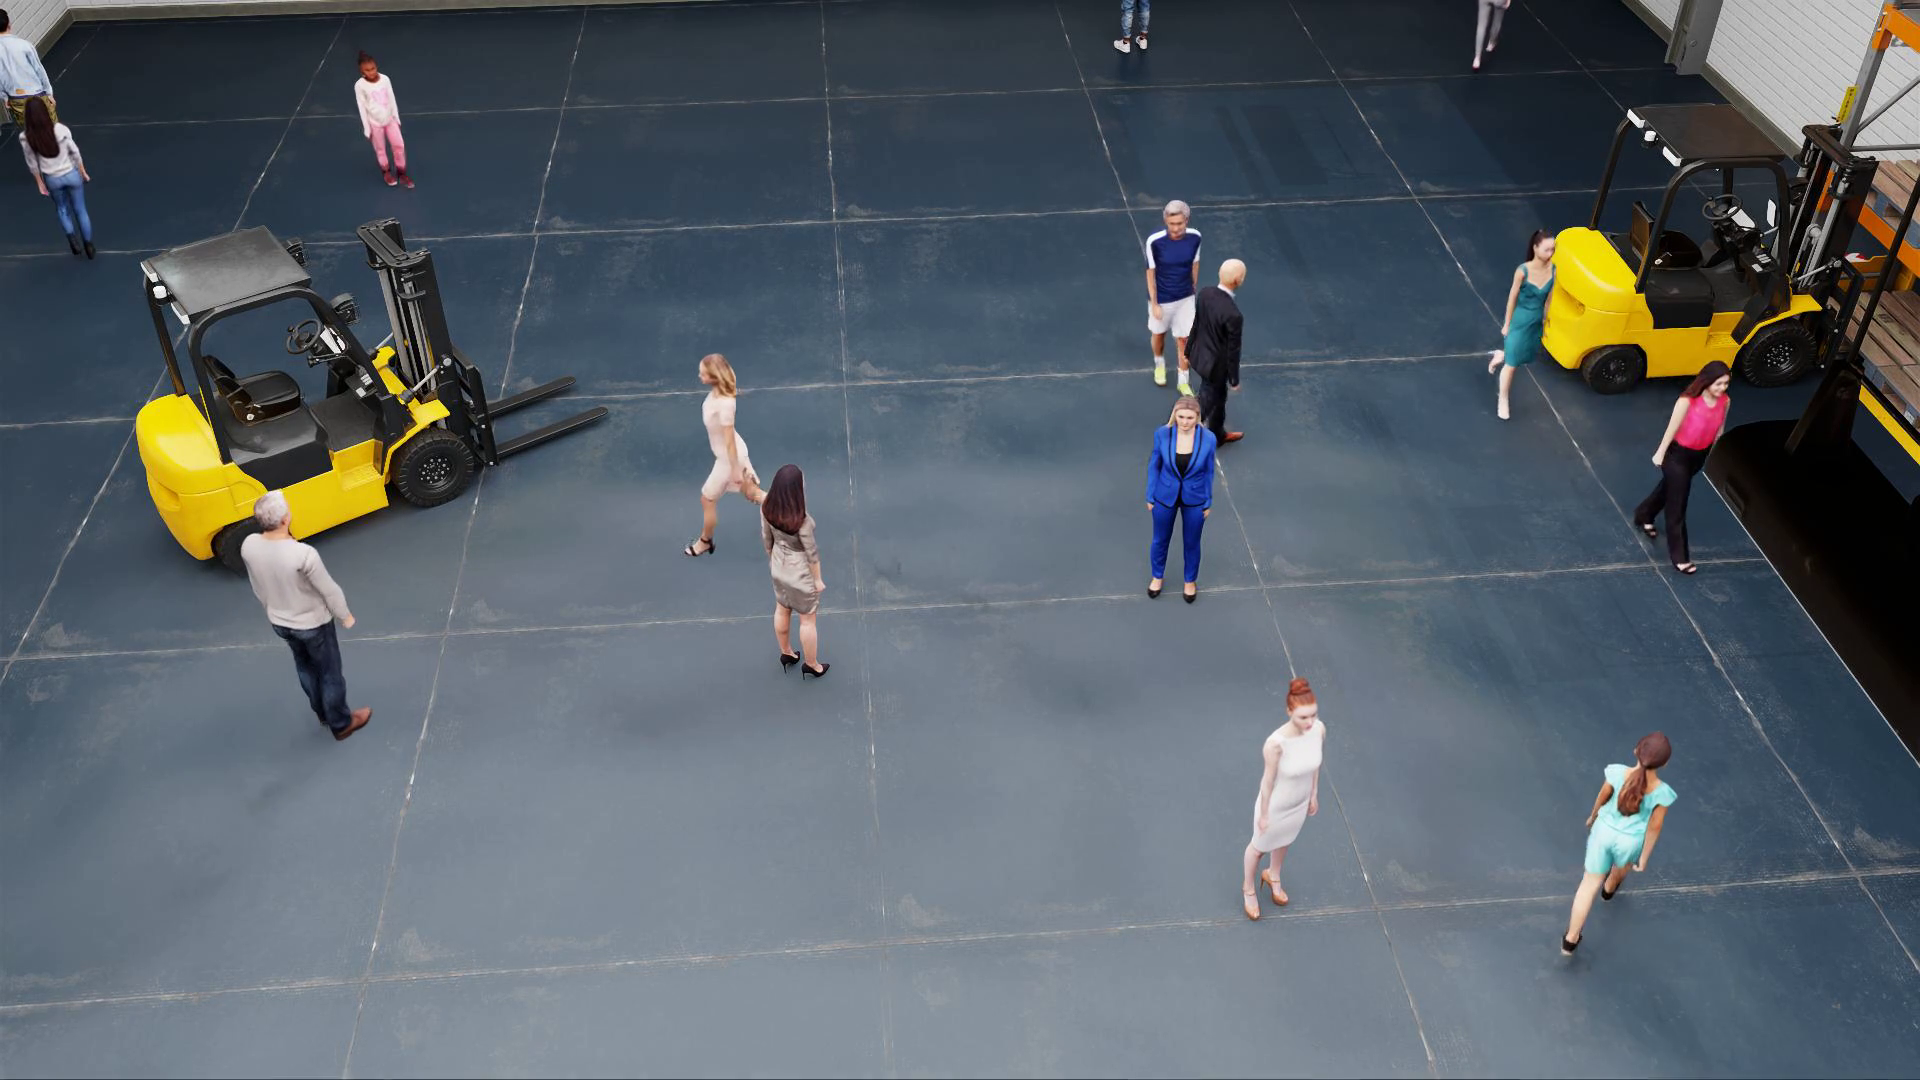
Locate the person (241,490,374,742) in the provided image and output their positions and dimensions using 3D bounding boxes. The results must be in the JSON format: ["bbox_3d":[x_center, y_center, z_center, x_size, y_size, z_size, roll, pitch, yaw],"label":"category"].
[{"bbox_3d":[-4.192,0.520,10.577,0.852,1.910,0.850,12,40,15],"label":"person"}]

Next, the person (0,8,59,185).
[{"bbox_3d":[-9.508,-4.521,16.968,0.705,1.812,0.608,-8,39,-10],"label":"person"}]

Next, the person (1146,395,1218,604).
[{"bbox_3d":[1.556,-0.303,11.776,0.666,1.700,0.619,6,39,7],"label":"person"}]

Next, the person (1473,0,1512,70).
[{"bbox_3d":[6.202,-6.276,19.363,0.881,1.564,1.125,14,41,17],"label":"person"}]

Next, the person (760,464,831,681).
[{"bbox_3d":[-1.104,0.222,11.081,0.668,1.746,0.706,23,44,26],"label":"person"}]

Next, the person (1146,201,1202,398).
[{"bbox_3d":[1.738,-2.083,13.921,0.622,1.805,0.809,-5,39,-6],"label":"person"}]

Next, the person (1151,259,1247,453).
[{"bbox_3d":[1.912,-1.344,13.024,1.043,1.770,1.204,-17,42,-20],"label":"person"}]

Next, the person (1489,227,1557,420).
[{"bbox_3d":[4.597,-1.808,13.683,0.600,1.672,0.836,-8,39,-10],"label":"person"}]

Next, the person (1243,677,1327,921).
[{"bbox_3d":[1.836,1.488,9.460,0.628,1.792,0.605,-19,42,-22],"label":"person"}]

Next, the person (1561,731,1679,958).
[{"bbox_3d":[3.690,1.721,9.384,0.979,1.521,1.127,22,43,25],"label":"person"}]

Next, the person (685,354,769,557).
[{"bbox_3d":[-1.556,-0.565,12.038,0.684,1.781,1.086,-1,39,-1],"label":"person"}]

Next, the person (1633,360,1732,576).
[{"bbox_3d":[5.288,-0.628,12.246,0.791,1.621,1.112,-13,40,-16],"label":"person"}]

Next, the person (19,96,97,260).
[{"bbox_3d":[-8.453,-3.367,15.678,0.697,1.617,0.729,-15,41,-18],"label":"person"}]

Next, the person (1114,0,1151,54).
[{"bbox_3d":[2.097,-6.708,19.706,0.754,1.814,0.701,-14,41,-16],"label":"person"}]

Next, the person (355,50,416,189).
[{"bbox_3d":[-5.959,-4.327,17.027,0.743,1.435,0.820,-25,45,-28],"label":"person"}]
